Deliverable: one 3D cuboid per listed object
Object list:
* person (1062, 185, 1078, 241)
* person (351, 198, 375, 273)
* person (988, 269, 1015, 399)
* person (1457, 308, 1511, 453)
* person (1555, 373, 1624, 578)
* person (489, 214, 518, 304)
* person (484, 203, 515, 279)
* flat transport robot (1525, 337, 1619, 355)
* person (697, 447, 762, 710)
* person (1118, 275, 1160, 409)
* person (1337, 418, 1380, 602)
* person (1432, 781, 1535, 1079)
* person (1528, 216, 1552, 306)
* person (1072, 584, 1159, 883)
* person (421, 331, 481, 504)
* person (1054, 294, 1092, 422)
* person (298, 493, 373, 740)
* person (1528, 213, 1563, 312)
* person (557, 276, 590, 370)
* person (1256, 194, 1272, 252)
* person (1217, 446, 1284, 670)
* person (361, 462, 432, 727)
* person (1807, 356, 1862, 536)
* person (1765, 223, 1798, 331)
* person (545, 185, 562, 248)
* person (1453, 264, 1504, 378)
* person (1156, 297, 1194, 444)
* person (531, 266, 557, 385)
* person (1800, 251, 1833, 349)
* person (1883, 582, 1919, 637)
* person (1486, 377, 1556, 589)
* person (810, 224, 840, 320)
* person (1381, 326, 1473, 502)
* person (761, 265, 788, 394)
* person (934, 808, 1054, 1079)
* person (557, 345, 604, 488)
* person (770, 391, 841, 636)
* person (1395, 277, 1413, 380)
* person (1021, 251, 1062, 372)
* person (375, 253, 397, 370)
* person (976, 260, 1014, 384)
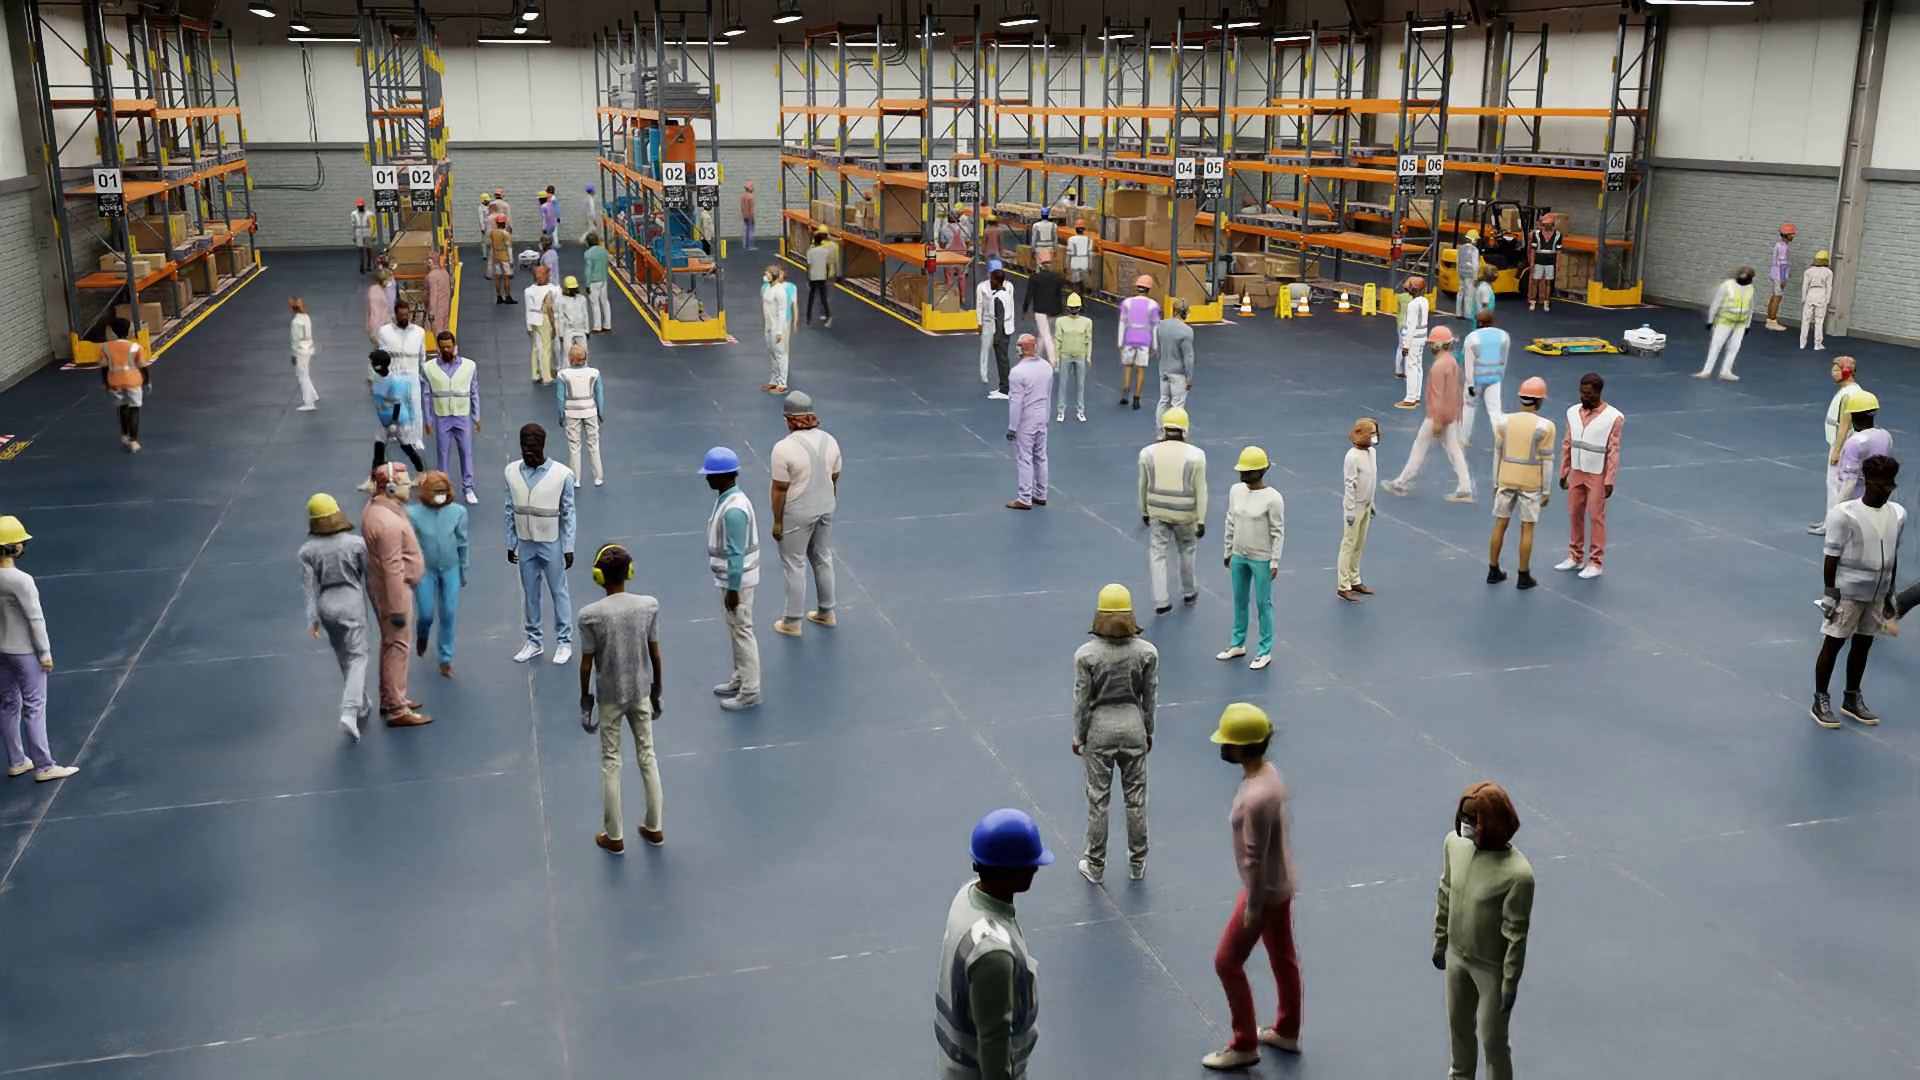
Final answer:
[{"bbox_3d":[3.279,-9.615,49.492,0.507,1.846,0.351,2,15,7],"label":"person"},{"bbox_3d":[-15.244,-7.782,42.522,0.565,1.883,0.984,-3,15,-13],"label":"person"},{"bbox_3d":[0.611,-3.054,24.665,0.394,1.919,0.590,2,15,9],"label":"person"},{"bbox_3d":[6.632,-2.009,20.969,0.615,1.804,0.935,-1,15,-5],"label":"person"},{"bbox_3d":[5.868,-0.615,15.514,0.405,1.906,0.604,-9,17,-30],"label":"person"},{"bbox_3d":[-9.883,-6.073,35.987,0.552,1.936,0.360,8,17,26],"label":"person"},{"bbox_3d":[-11.393,-7.342,40.929,0.828,1.859,0.718,7,17,26],"label":"person"},{"bbox_3d":[10.743,-3.414,29.176,1.431,0.197,0.652,-3,15,-12],"label":"flat transport robot"},{"bbox_3d":[-1.671,0.270,12.134,0.421,1.938,0.603,-4,15,-15],"label":"person"},{"bbox_3d":[2.576,-2.847,23.906,0.569,1.901,0.571,4,15,15],"label":"person"},{"bbox_3d":[3.551,-0.279,14.768,0.285,1.633,0.497,11,18,35],"label":"person"},{"bbox_3d":[2.188,1.783,7.029,0.280,1.624,0.493,-8,17,-27],"label":"person"},{"bbox_3d":[12.510,-6.001,35.773,0.407,1.910,0.639,-10,18,-33],"label":"person"},{"bbox_3d":[0.868,1.093,9.411,0.485,1.736,0.308,-2,15,-7],"label":"person"},{"bbox_3d":[-5.556,-1.336,18.200,0.597,1.917,0.375,-6,16,-20],"label":"person"},{"bbox_3d":[1.557,-2.507,22.899,0.525,1.769,0.310,-1,15,-3],"label":"person"},{"bbox_3d":[-4.337,0.517,11.639,0.500,1.699,0.838,-1,15,-4],"label":"person"},{"bbox_3d":[12.203,-5.781,34.684,0.605,2.045,0.387,5,16,17],"label":"person"},{"bbox_3d":[-5.930,-3.198,25.578,0.496,1.730,0.342,-12,19,-37],"label":"person"},{"bbox_3d":[8.259,-8.479,45.182,0.512,1.866,0.330,13,20,40],"label":"person"},{"bbox_3d":[2.267,0.133,12.965,0.326,1.765,0.530,-13,19,-40],"label":"person"},{"bbox_3d":[-3.993,0.380,11.791,0.397,1.899,0.656,-7,17,-26],"label":"person"},{"bbox_3d":[8.965,-0.950,16.915,0.402,1.830,0.579,8,17,27],"label":"person"},{"bbox_3d":[15.765,-5.044,31.914,0.377,2.044,0.608,4,15,15],"label":"person"},{"bbox_3d":[-12.194,-9.655,49.680,0.624,1.835,0.431,7,17,26],"label":"person"},{"bbox_3d":[8.272,-3.479,26.469,0.807,1.818,0.517,7,17,26],"label":"person"},{"bbox_3d":[2.731,-2.107,21.094,0.383,1.928,0.634,-10,18,-33],"label":"person"},{"bbox_3d":[-6.490,-3.324,25.852,0.563,1.831,0.411,14,20,42],"label":"person"},{"bbox_3d":[15.223,-4.261,29.556,0.311,1.736,0.483,-14,21,-43],"label":"person"},{"bbox_3d":[7.894,-0.079,13.232,0.821,2.000,0.682,8,17,28],"label":"person"},{"bbox_3d":[5.125,-0.523,15.138,0.546,1.926,0.415,13,20,41],"label":"person"},{"bbox_3d":[-2.708,-5.353,33.323,0.612,1.910,0.482,-2,15,-6],"label":"person"},{"bbox_3d":[5.267,-1.394,18.378,1.041,1.935,0.655,11,19,36],"label":"person"},{"bbox_3d":[-2.796,-3.173,25.075,0.372,1.940,0.632,-7,16,-25],"label":"person"},{"bbox_3d":[0.121,1.885,6.051,0.425,1.938,0.603,-1,15,-5],"label":"person"},{"bbox_3d":[-4.328,-1.407,19.001,0.522,1.638,0.310,-6,16,-21],"label":"person"},{"bbox_3d":[-1.331,-0.247,13.866,0.539,2.000,0.689,13,20,41],"label":"person"},{"bbox_3d":[7.115,-3.361,26.389,0.288,1.627,0.506,-8,17,-27],"label":"person"},{"bbox_3d":[1.348,-3.761,27.324,0.609,1.930,1.074,-10,18,-34],"label":"person"},{"bbox_3d":[-9.343,-3.719,27.163,0.400,1.930,0.633,-7,16,-25],"label":"person"},{"bbox_3d":[0.549,-3.399,25.937,0.601,1.938,0.425,-3,15,-11],"label":"person"}]
